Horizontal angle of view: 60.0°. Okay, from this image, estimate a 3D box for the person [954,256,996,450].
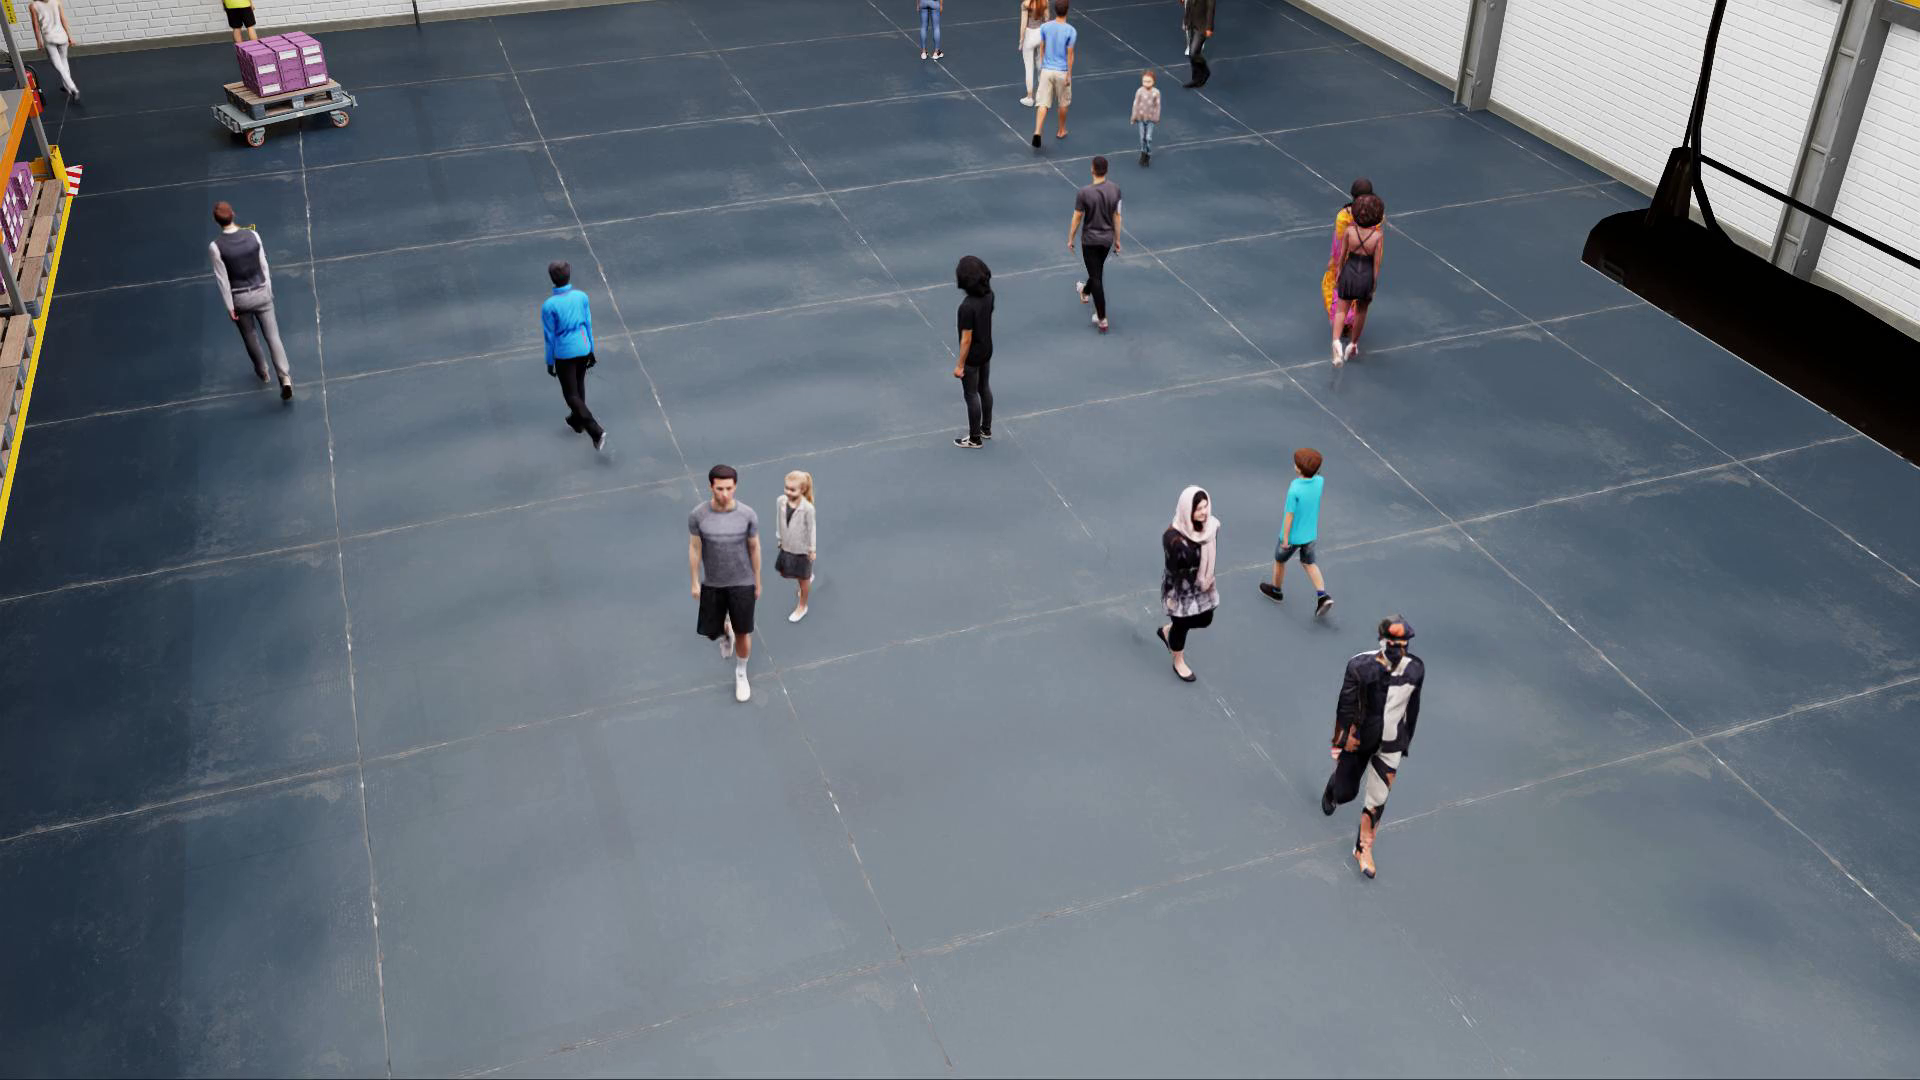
[{"bbox_3d":[0.144,-1.679,14.837,0.735,1.831,0.711,20,38,27],"label":"person"}]

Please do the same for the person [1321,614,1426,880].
[{"bbox_3d":[2.562,1.211,10.443,0.877,1.883,1.053,0,34,-1],"label":"person"}]

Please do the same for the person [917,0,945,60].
[{"bbox_3d":[-0.448,-7.879,24.359,0.711,1.616,0.751,8,34,11],"label":"person"}]

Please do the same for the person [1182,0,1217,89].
[{"bbox_3d":[3.406,-7.185,23.153,0.814,1.796,0.644,-17,37,-24],"label":"person"}]

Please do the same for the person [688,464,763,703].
[{"bbox_3d":[-1.657,0.243,11.925,0.823,1.854,0.962,-1,34,-2],"label":"person"}]

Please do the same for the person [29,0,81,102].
[{"bbox_3d":[-12.376,-6.834,22.762,1.121,1.645,0.889,28,43,35],"label":"person"}]

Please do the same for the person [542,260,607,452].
[{"bbox_3d":[-3.408,-1.613,14.790,0.890,1.774,1.164,-26,42,-34],"label":"person"}]

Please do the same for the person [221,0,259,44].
[{"bbox_3d":[-10.522,-7.830,24.205,0.688,1.706,0.664,1,34,1],"label":"person"}]

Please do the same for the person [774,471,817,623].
[{"bbox_3d":[-1.226,0.004,12.813,0.694,1.270,0.743,19,38,26],"label":"person"}]

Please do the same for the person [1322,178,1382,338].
[{"bbox_3d":[3.943,-2.818,16.707,0.676,1.658,0.794,-8,34,-12],"label":"person"}]

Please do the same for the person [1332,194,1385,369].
[{"bbox_3d":[3.812,-2.439,16.038,0.935,1.767,1.025,13,36,18],"label":"person"}]

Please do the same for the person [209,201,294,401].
[{"bbox_3d":[-6.623,-2.234,15.606,0.825,1.905,1.240,-20,38,-27],"label":"person"}]

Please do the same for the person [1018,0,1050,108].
[{"bbox_3d":[1.011,-6.781,22.609,0.600,1.724,0.518,-13,36,-19],"label":"person"}]

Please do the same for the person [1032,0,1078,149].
[{"bbox_3d":[1.193,-5.948,21.250,1.080,1.842,1.228,8,34,11],"label":"person"}]

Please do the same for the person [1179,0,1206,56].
[{"bbox_3d":[3.504,-8.138,24.570,0.835,1.814,0.893,8,34,12],"label":"person"}]

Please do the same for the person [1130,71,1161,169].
[{"bbox_3d":[2.353,-5.322,20.903,0.650,1.183,0.717,11,35,16],"label":"person"}]

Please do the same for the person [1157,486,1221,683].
[{"bbox_3d":[1.591,0.277,12.079,0.735,1.627,0.815,-23,40,-30],"label":"person"}]

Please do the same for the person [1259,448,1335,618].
[{"bbox_3d":[2.656,-0.050,12.747,0.608,1.431,0.916,-18,37,-25],"label":"person"}]

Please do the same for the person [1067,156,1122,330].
[{"bbox_3d":[1.414,-2.984,16.907,0.652,1.713,1.126,-11,35,-16],"label":"person"}]
